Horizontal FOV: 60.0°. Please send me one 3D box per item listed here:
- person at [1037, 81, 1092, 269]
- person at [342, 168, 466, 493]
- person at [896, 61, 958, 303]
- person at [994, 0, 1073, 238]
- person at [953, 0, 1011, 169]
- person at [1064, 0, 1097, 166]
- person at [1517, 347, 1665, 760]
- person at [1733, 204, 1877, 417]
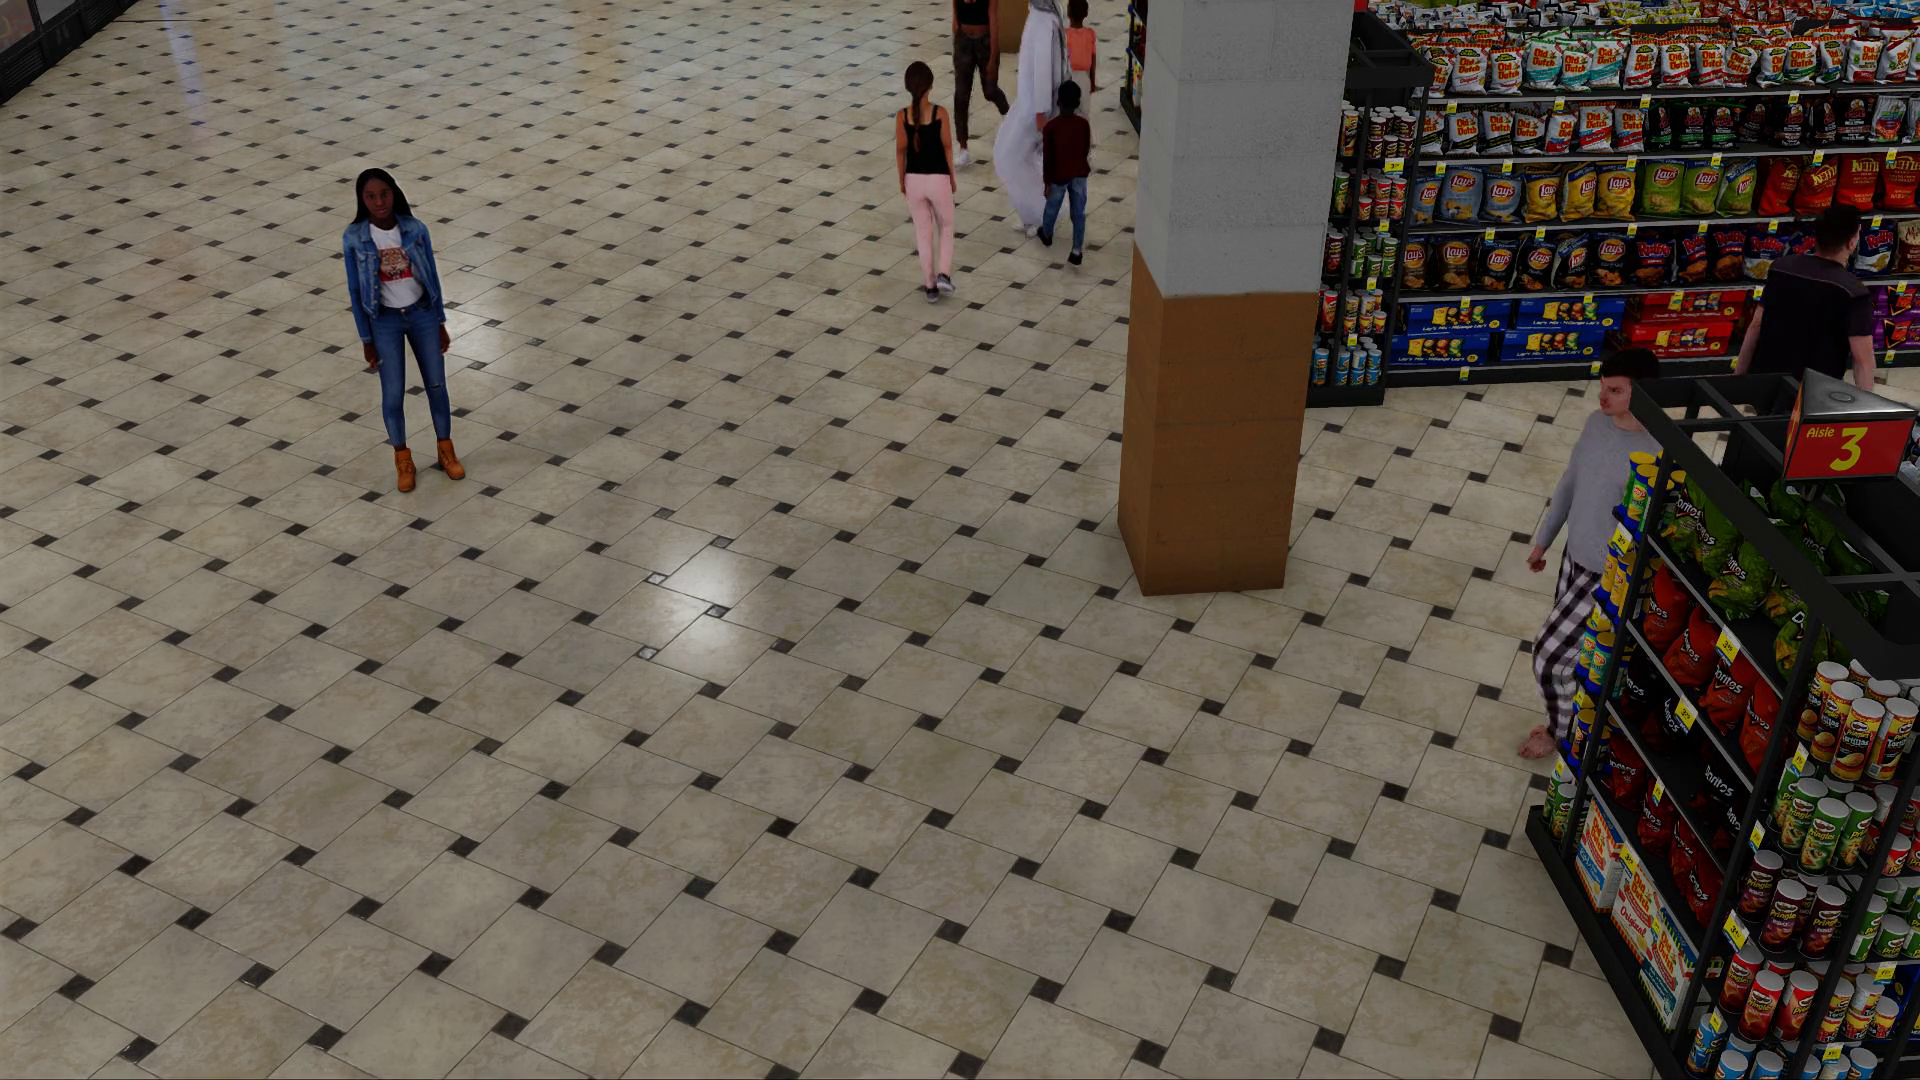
[{"bbox_3d":[0.748,-2.436,11.227,0.836,1.230,0.588,-6,32,-9],"label":"person"},{"bbox_3d":[-2.884,-1.093,8.611,0.585,1.713,0.728,-16,35,-23],"label":"person"},{"bbox_3d":[-0.212,-2.235,10.603,0.560,1.548,0.622,3,32,5],"label":"person"},{"bbox_3d":[0.636,-3.022,11.520,0.822,1.915,0.776,5,32,8],"label":"person"},{"bbox_3d":[0.182,-3.809,13.024,1.151,1.662,0.999,10,33,16],"label":"person"},{"bbox_3d":[0.909,-3.549,12.955,0.777,1.293,0.579,-5,32,-8],"label":"person"},{"bbox_3d":[2.622,0.073,6.620,0.726,1.836,0.694,-8,33,-12],"label":"person"},{"bbox_3d":[3.821,-0.644,7.815,1.299,1.791,0.928,-10,33,-15],"label":"person"}]
